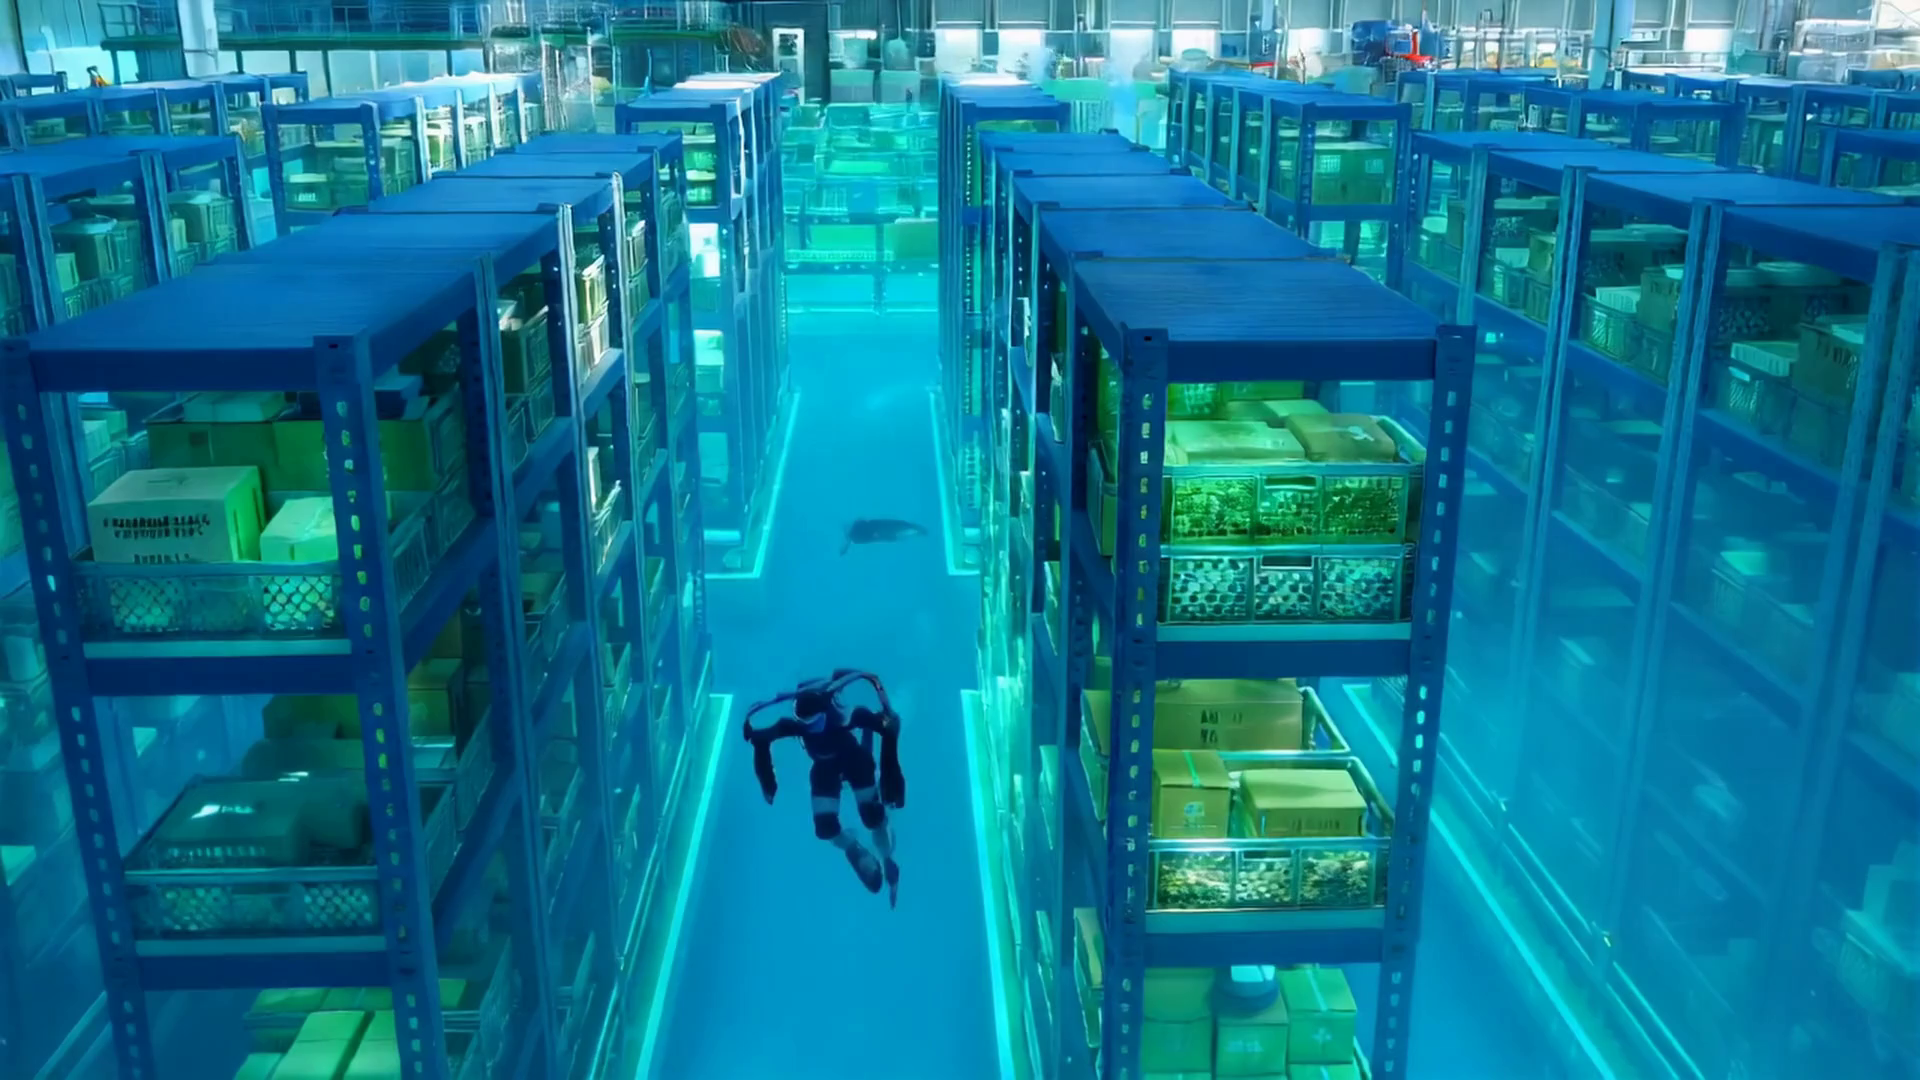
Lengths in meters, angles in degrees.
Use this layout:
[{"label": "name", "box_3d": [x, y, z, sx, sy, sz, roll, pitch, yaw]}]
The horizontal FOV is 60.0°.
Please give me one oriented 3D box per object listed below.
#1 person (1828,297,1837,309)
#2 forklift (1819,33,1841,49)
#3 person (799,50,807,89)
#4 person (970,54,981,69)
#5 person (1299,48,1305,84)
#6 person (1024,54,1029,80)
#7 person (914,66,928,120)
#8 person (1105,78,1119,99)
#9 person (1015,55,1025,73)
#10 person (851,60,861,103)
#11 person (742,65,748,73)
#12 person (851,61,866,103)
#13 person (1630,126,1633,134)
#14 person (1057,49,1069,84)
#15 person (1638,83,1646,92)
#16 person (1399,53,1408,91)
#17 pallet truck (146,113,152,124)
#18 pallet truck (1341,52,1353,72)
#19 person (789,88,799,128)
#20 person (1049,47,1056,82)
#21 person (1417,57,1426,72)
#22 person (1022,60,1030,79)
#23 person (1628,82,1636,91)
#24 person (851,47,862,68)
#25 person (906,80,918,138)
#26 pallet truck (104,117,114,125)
[{"label": "person", "box_3d": [10.288, -2.860, 19.717, 0.867, 1.876, 0.650, 4, 18, 13]}, {"label": "forklift", "box_3d": [43.982, -24.305, 84.475, 1.129, 2.768, 1.873, -1, 18, -2]}, {"label": "person", "box_3d": [-8.160, -24.367, 86.159, 0.395, 1.949, 0.602, 10, 20, 28]}, {"label": "person", "box_3d": [0.817, -23.914, 85.016, 0.650, 1.788, 0.976, -11, 21, -29]}, {"label": "person", "box_3d": [18.522, -25.964, 91.125, 0.599, 1.924, 0.894, -12, 21, -32]}, {"label": "person", "box_3d": [3.501, -24.676, 87.498, 0.944, 1.703, 0.559, -2, 18, -5]}, {"label": "person", "box_3d": [-1.497, -17.031, 63.310, 0.551, 2.000, 0.701, 3, 18, 11]}, {"label": "person", "box_3d": [5.075, -14.395, 55.392, 0.579, 1.891, 0.503, -11, 21, -31]}, {"label": "person", "box_3d": [3.135, -24.291, 86.327, 0.544, 1.683, 0.385, -3, 18, -9]}, {"label": "person", "box_3d": [-4.314, -18.730, 68.569, 0.395, 2.040, 0.609, -12, 22, -33]}, {"label": "person", "box_3d": [-8.487, -17.817, 65.921, 0.355, 1.930, 0.587, 11, 21, 31]}, {"label": "person", "box_3d": [-4.390, -19.641, 71.586, 0.634, 1.926, 0.493, -8, 20, -24]}, {"label": "person", "box_3d": [19.794, -12.205, 48.925, 0.540, 1.695, 0.317, 15, 23, 38]}, {"label": "person", "box_3d": [5.676, -26.064, 91.529, 0.635, 1.878, 0.374, -2, 18, -5]}, {"label": "person", "box_3d": [32.819, -22.293, 79.930, 0.508, 1.840, 0.336, 10, 20, 28]}, {"label": "person", "box_3d": [22.439, -23.680, 84.133, 0.353, 1.886, 0.573, -6, 19, -19]}, {"label": "pallet truck", "box_3d": [-18.087, -8.309, 36.390, 1.885, 1.965, 0.823, -1, 18, -4]}, {"label": "pallet truck", "box_3d": [18.794, -23.123, 82.231, 0.823, 1.965, 1.885, -13, 22, -35]}, {"label": "person", "box_3d": [-5.587, -14.501, 55.940, 0.444, 1.759, 0.525, 11, 21, 31]}, {"label": "person", "box_3d": [5.236, -26.725, 93.502, 0.416, 1.915, 0.609, 8, 20, 23]}, {"label": "person", "box_3d": [21.790, -21.864, 78.585, 0.430, 1.845, 0.619, 1, 18, 5]}, {"label": "person", "box_3d": [3.041, -20.716, 75.059, 0.947, 1.824, 0.554, 2, 18, 7]}, {"label": "person", "box_3d": [26.053, -17.487, 64.889, 0.551, 1.935, 0.372, -1, 18, -4]}, {"label": "person", "box_3d": [-5.703, -26.014, 91.245, 0.621, 1.963, 0.969, 8, 19, 22]}, {"label": "person", "box_3d": [-1.593, -14.234, 54.930, 0.429, 1.866, 0.598, 0, 18, 1]}, {"label": "pallet truck", "box_3d": [-18.367, -7.885, 35.078, 1.885, 1.965, 0.823, 1, 18, 2]}]
